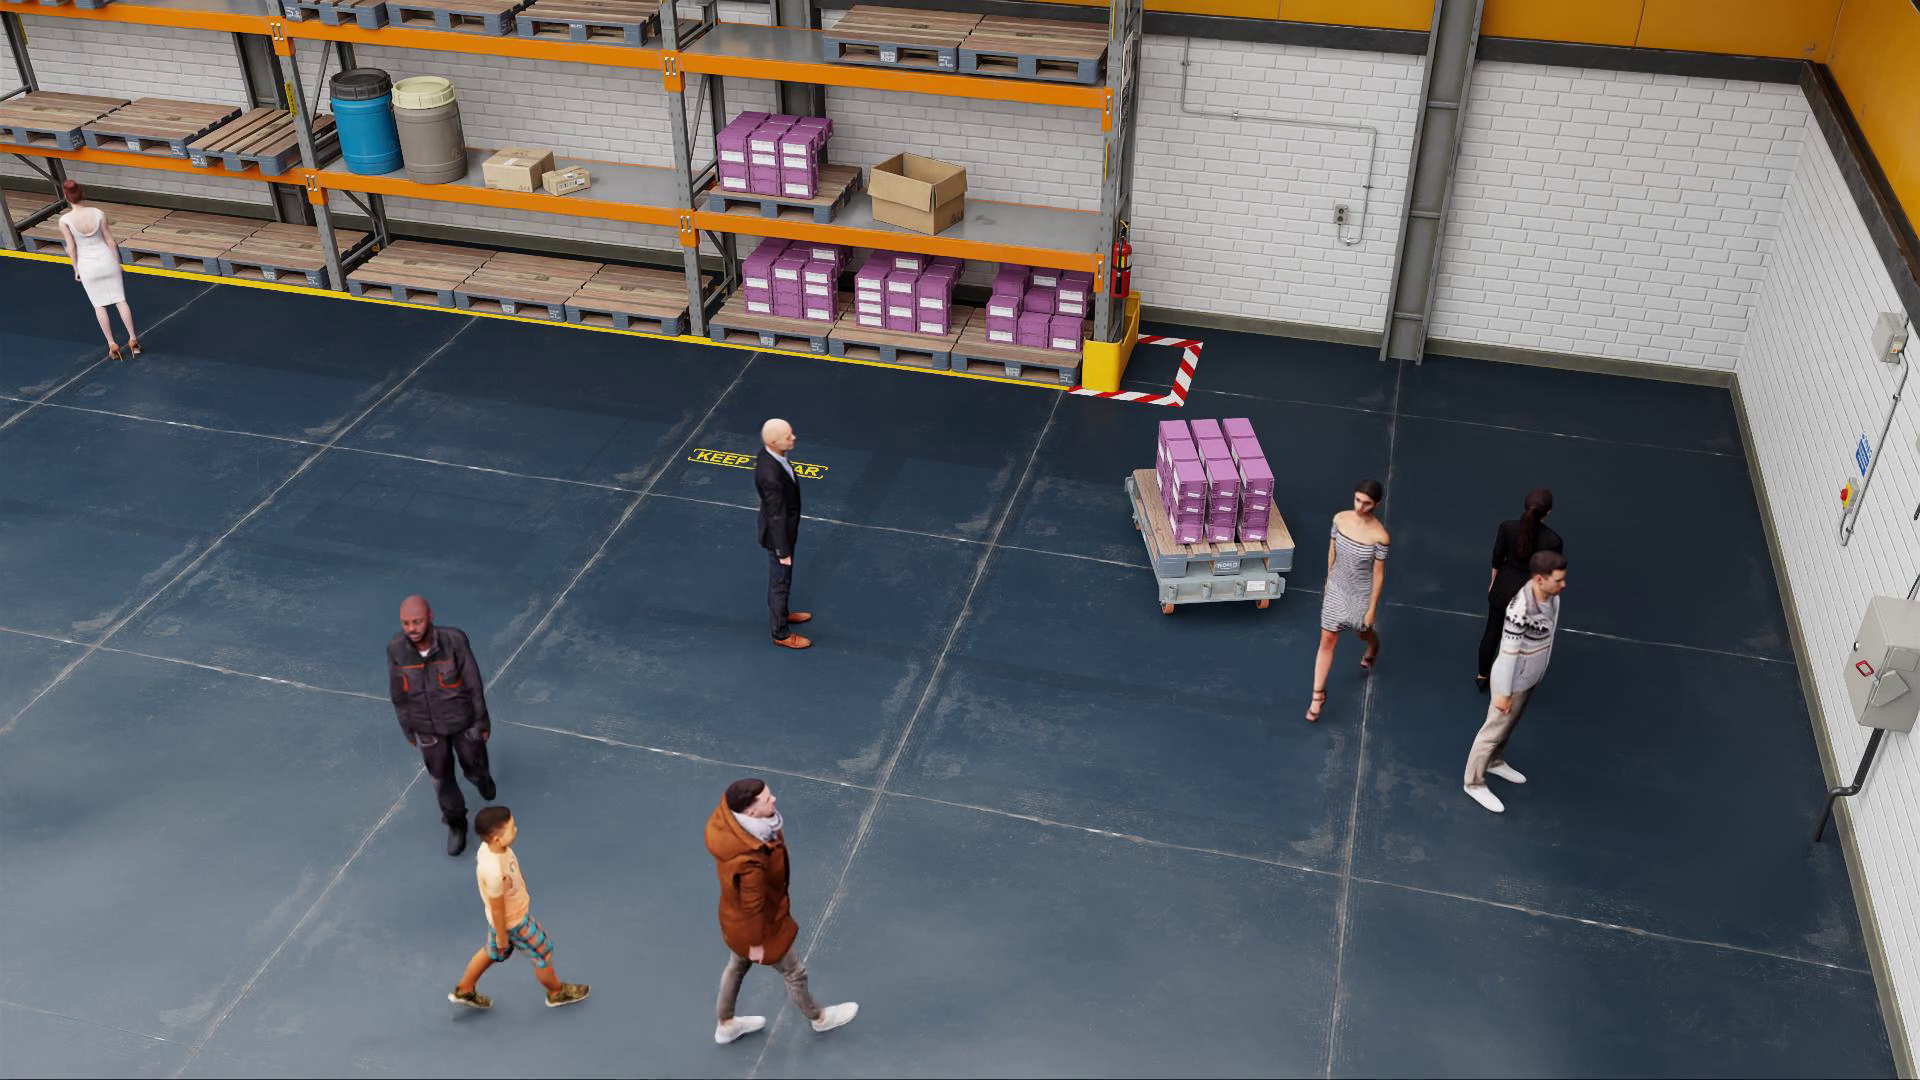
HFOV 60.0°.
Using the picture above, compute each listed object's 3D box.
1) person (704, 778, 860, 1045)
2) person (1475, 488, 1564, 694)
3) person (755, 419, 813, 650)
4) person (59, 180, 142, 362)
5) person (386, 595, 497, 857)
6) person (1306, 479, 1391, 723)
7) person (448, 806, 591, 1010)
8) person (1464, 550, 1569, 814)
[{"bbox_3d":[-1.154,2.003,8.674,1.152,1.806,1.065,-14,36,-20],"label":"person"},{"bbox_3d":[3.777,0.374,11.255,0.601,1.662,0.728,20,39,28],"label":"person"},{"bbox_3d":[-1.281,-0.071,11.801,0.706,1.798,0.761,-3,34,-5],"label":"person"},{"bbox_3d":[-8.020,-2.512,15.478,0.633,1.793,0.687,-19,38,-26],"label":"person"},{"bbox_3d":[-3.124,1.037,10.129,0.962,1.805,0.973,-5,34,-8],"label":"person"},{"bbox_3d":[2.695,0.351,11.179,1.134,1.784,0.980,25,41,32],"label":"person"},{"bbox_3d":[-2.517,2.029,8.966,1.039,1.439,0.882,-11,35,-17],"label":"person"},{"bbox_3d":[3.480,0.825,10.397,0.698,1.860,0.758,23,40,30],"label":"person"}]
